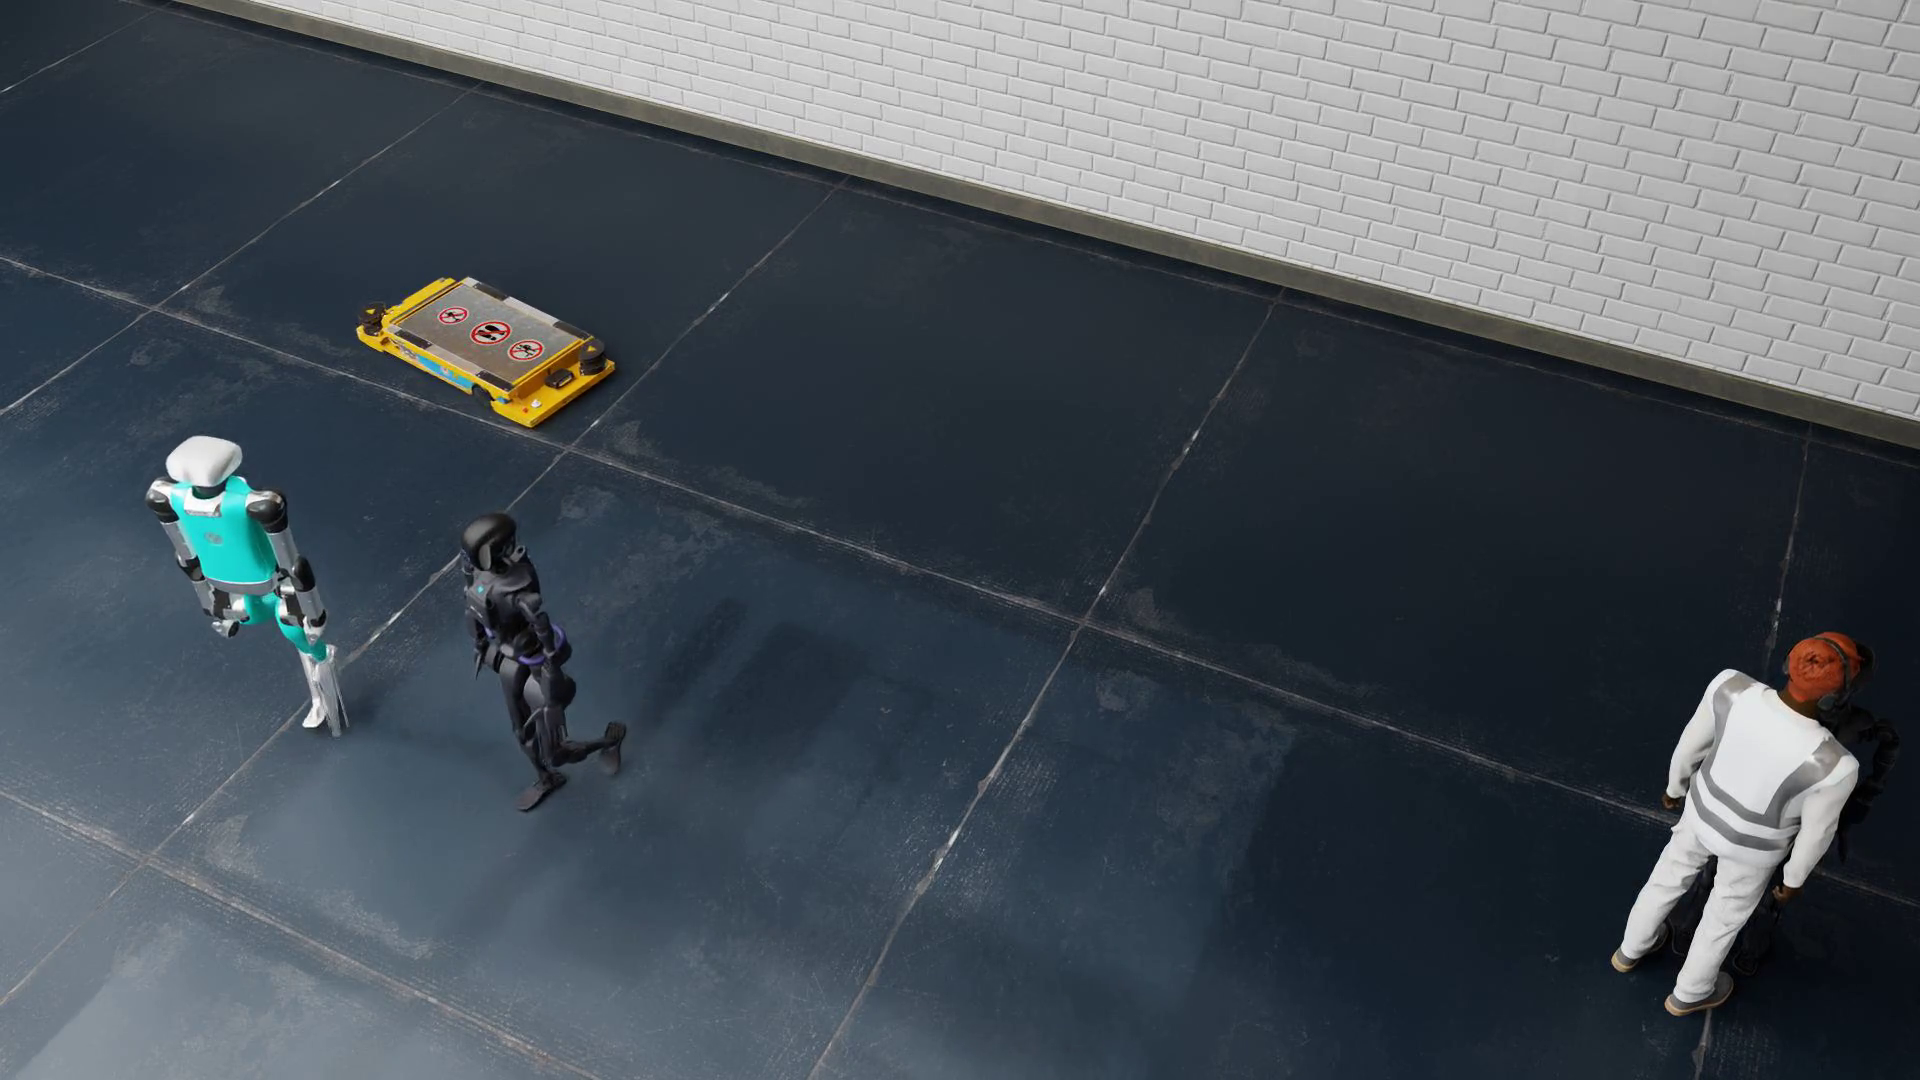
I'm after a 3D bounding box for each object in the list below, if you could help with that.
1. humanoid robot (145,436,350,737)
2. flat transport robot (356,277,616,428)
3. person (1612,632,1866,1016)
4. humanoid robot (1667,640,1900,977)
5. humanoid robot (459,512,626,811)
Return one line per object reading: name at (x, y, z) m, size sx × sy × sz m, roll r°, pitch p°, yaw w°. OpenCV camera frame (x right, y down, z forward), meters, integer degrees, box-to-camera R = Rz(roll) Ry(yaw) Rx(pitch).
humanoid robot at (-2.842, 0.204, 7.026) m, size 0.546 × 1.881 × 0.739 m, roll 4°, pitch 43°, yaw 4°
flat transport robot at (-2.711, -1.114, 9.457) m, size 1.431 × 0.231 × 0.659 m, roll 26°, pitch 49°, yaw 25°
person at (2.782, 1.029, 5.958) m, size 0.337 × 1.882 × 0.583 m, roll -25°, pitch 48°, yaw -25°
humanoid robot at (3.011, 0.989, 6.142) m, size 0.599 × 1.657 × 0.315 m, roll 18°, pitch 46°, yaw 19°
humanoid robot at (-1.714, 0.456, 6.726) m, size 0.586 × 1.639 × 0.488 m, roll 29°, pitch 50°, yaw 28°
